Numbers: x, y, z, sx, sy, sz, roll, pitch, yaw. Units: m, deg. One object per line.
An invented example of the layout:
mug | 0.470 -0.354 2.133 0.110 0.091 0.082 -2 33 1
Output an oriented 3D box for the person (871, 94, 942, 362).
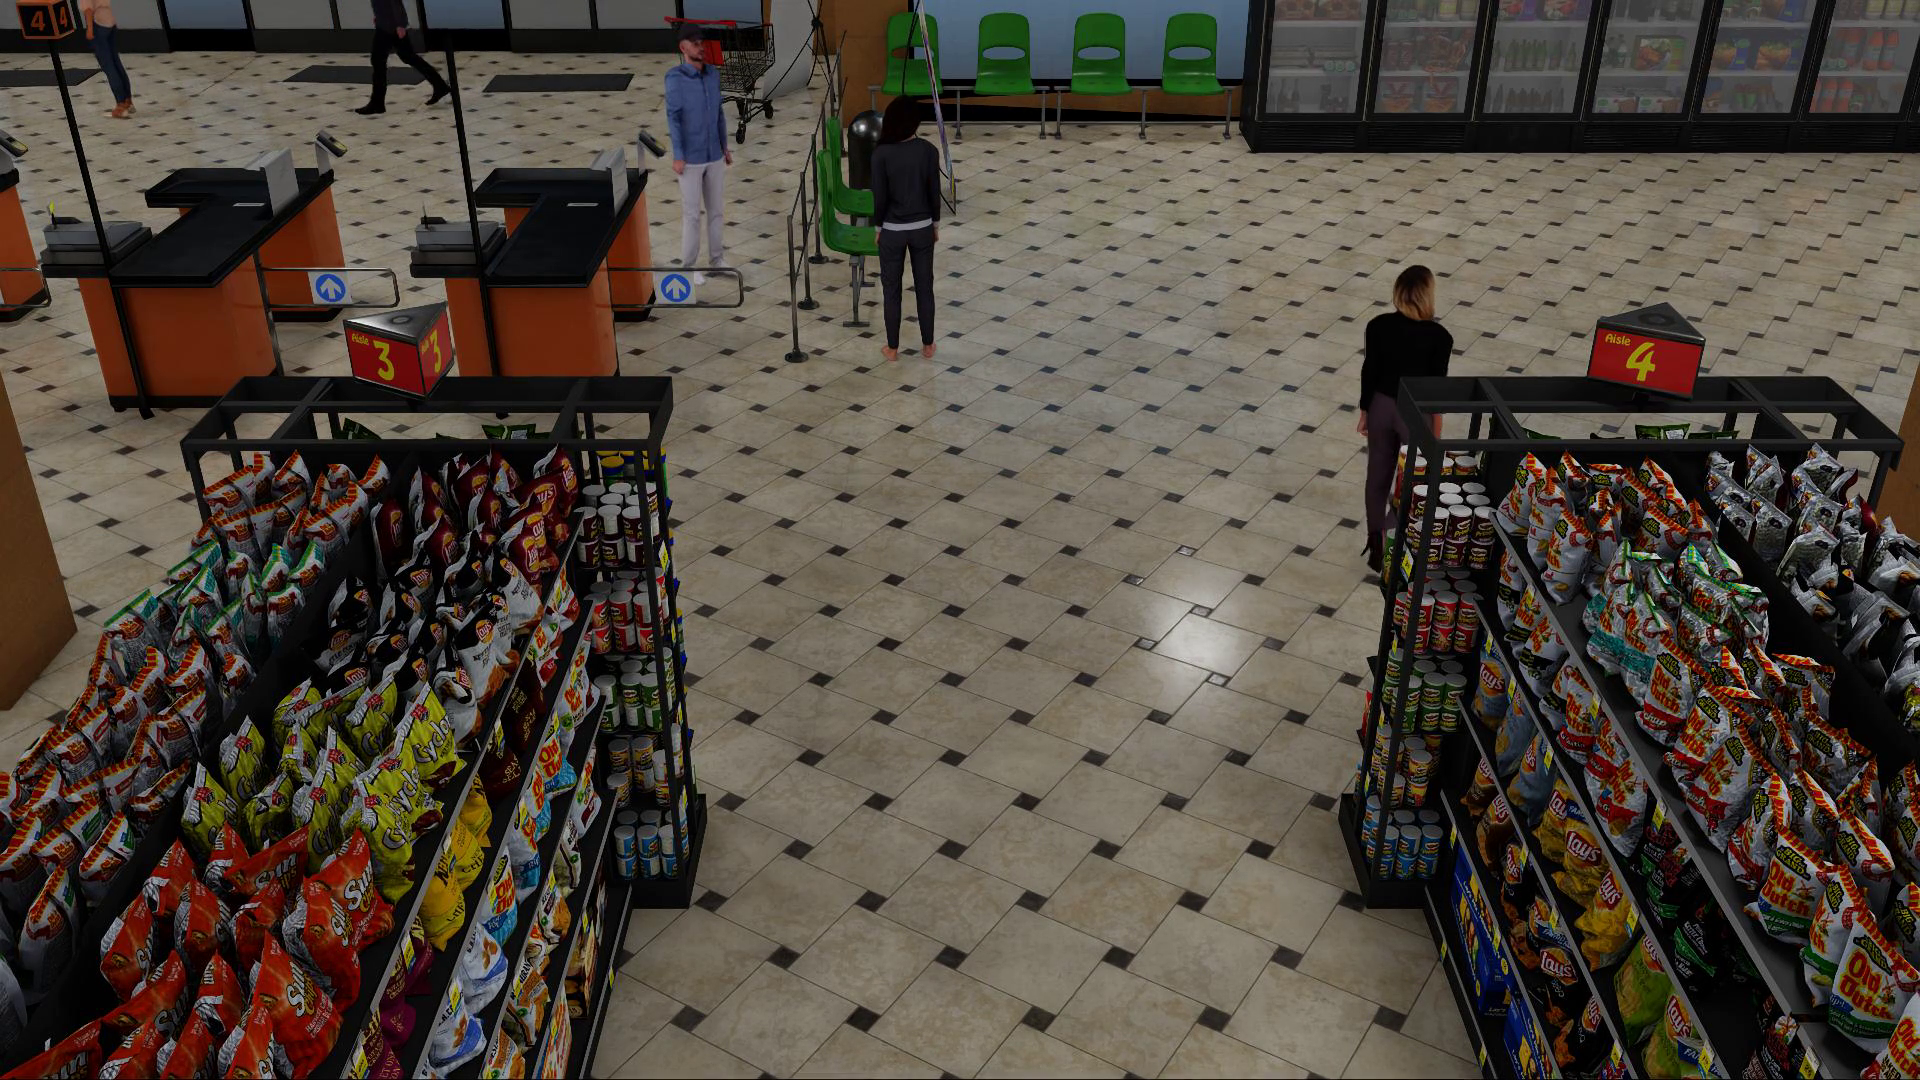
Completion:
person | -0.348 -2.045 10.946 0.654 1.770 0.597 -6 29 -11

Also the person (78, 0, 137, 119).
person | -8.556 -5.130 16.574 0.649 1.792 0.456 -1 29 -2

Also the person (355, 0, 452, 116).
person | -5.632 -5.201 16.700 1.122 1.796 1.274 -11 31 -20

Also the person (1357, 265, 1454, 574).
person | 2.171 -0.540 8.304 0.801 1.662 0.879 18 33 30

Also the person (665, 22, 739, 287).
person | -1.937 -2.868 12.332 0.804 1.887 0.742 26 38 38
